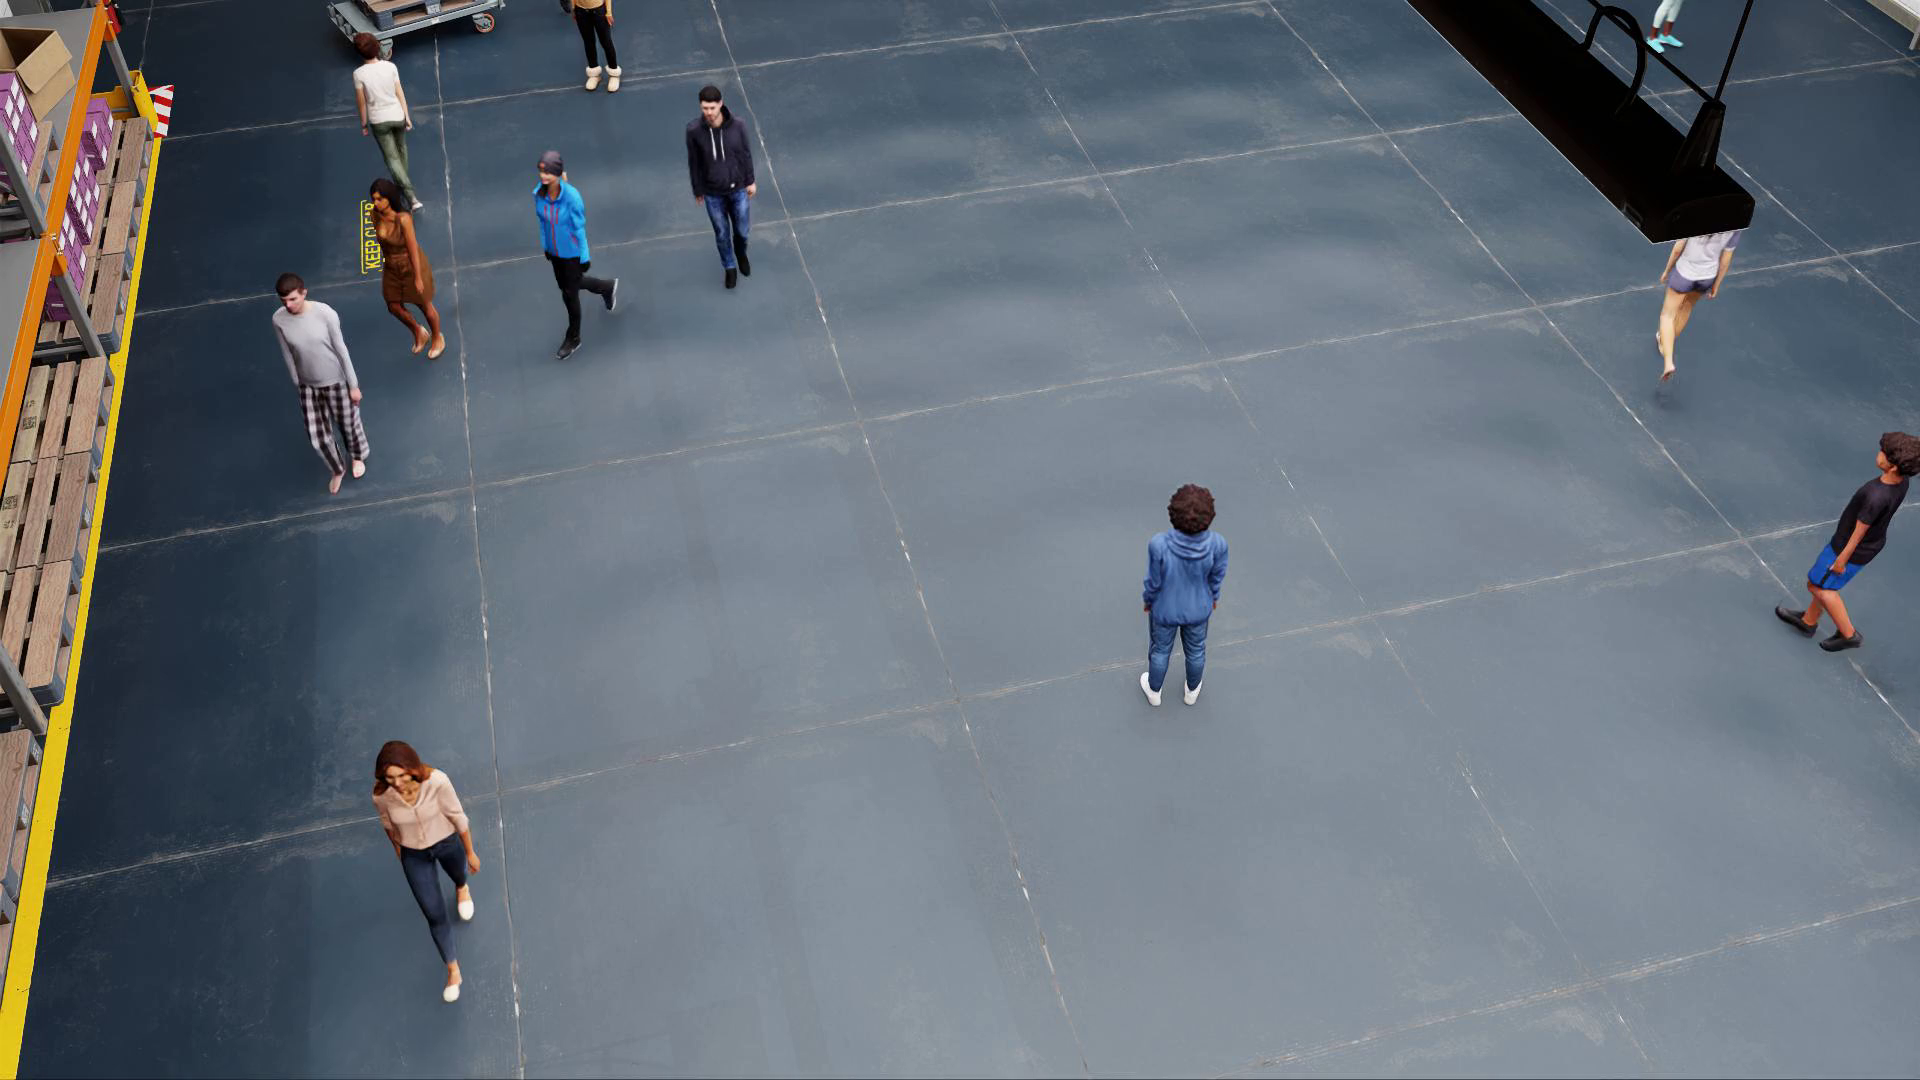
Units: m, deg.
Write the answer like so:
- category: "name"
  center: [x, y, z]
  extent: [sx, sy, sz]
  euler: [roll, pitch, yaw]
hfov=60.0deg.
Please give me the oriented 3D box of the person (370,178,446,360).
- category: "person"
  center: [-4.350, -2.178, 13.239]
  extent: [0.695, 1.675, 0.741]
  euler: [13, 45, 13]

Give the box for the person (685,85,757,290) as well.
- category: "person"
  center: [-1.978, -3.004, 13.965]
  extent: [0.731, 1.871, 0.713]
  euler: [-5, 44, -5]

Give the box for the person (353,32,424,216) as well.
- category: "person"
  center: [-5.090, -3.687, 14.864]
  extent: [0.822, 1.621, 1.190]
  euler: [-26, 49, -24]

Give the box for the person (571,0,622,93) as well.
- category: "person"
  center: [-3.656, -5.271, 16.499]
  extent: [0.658, 1.659, 0.680]
  euler: [9, 44, 9]

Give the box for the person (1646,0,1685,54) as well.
- category: "person"
  center: [7.446, -5.871, 17.081]
  extent: [0.639, 1.724, 0.652]
  euler: [-30, 51, -28]

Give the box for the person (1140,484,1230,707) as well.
- category: "person"
  center: [1.395, 0.371, 10.466]
  extent: [0.728, 1.811, 0.666]
  euler: [0, 44, 0]

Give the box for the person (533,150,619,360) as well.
- category: "person"
  center: [-3.090, -2.336, 13.331]
  extent: [1.054, 1.779, 1.088]
  euler: [24, 48, 23]

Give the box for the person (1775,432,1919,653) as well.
- category: "person"
  center: [5.899, 0.055, 10.817]
  extent: [0.825, 1.784, 0.954]
  euler: [-32, 52, -29]

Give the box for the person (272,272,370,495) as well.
- category: "person"
  center: [-4.619, -1.228, 12.128]
  extent: [0.678, 1.834, 0.743]
  euler: [-7, 44, -7]

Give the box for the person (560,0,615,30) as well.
- category: "person"
  center: [-4.009, -6.291, 17.457]
  extent: [0.978, 1.815, 1.093]
  euler: [-33, 53, -30]

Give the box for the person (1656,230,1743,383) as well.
- category: "person"
  center: [5.747, -2.019, 13.046]
  extent: [0.898, 1.712, 1.116]
  euler: [9, 44, 10]

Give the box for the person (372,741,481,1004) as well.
- category: "person"
  center: [-2.907, 1.626, 9.198]
  extent: [0.601, 1.744, 1.076]
  euler: [-11, 45, -11]
